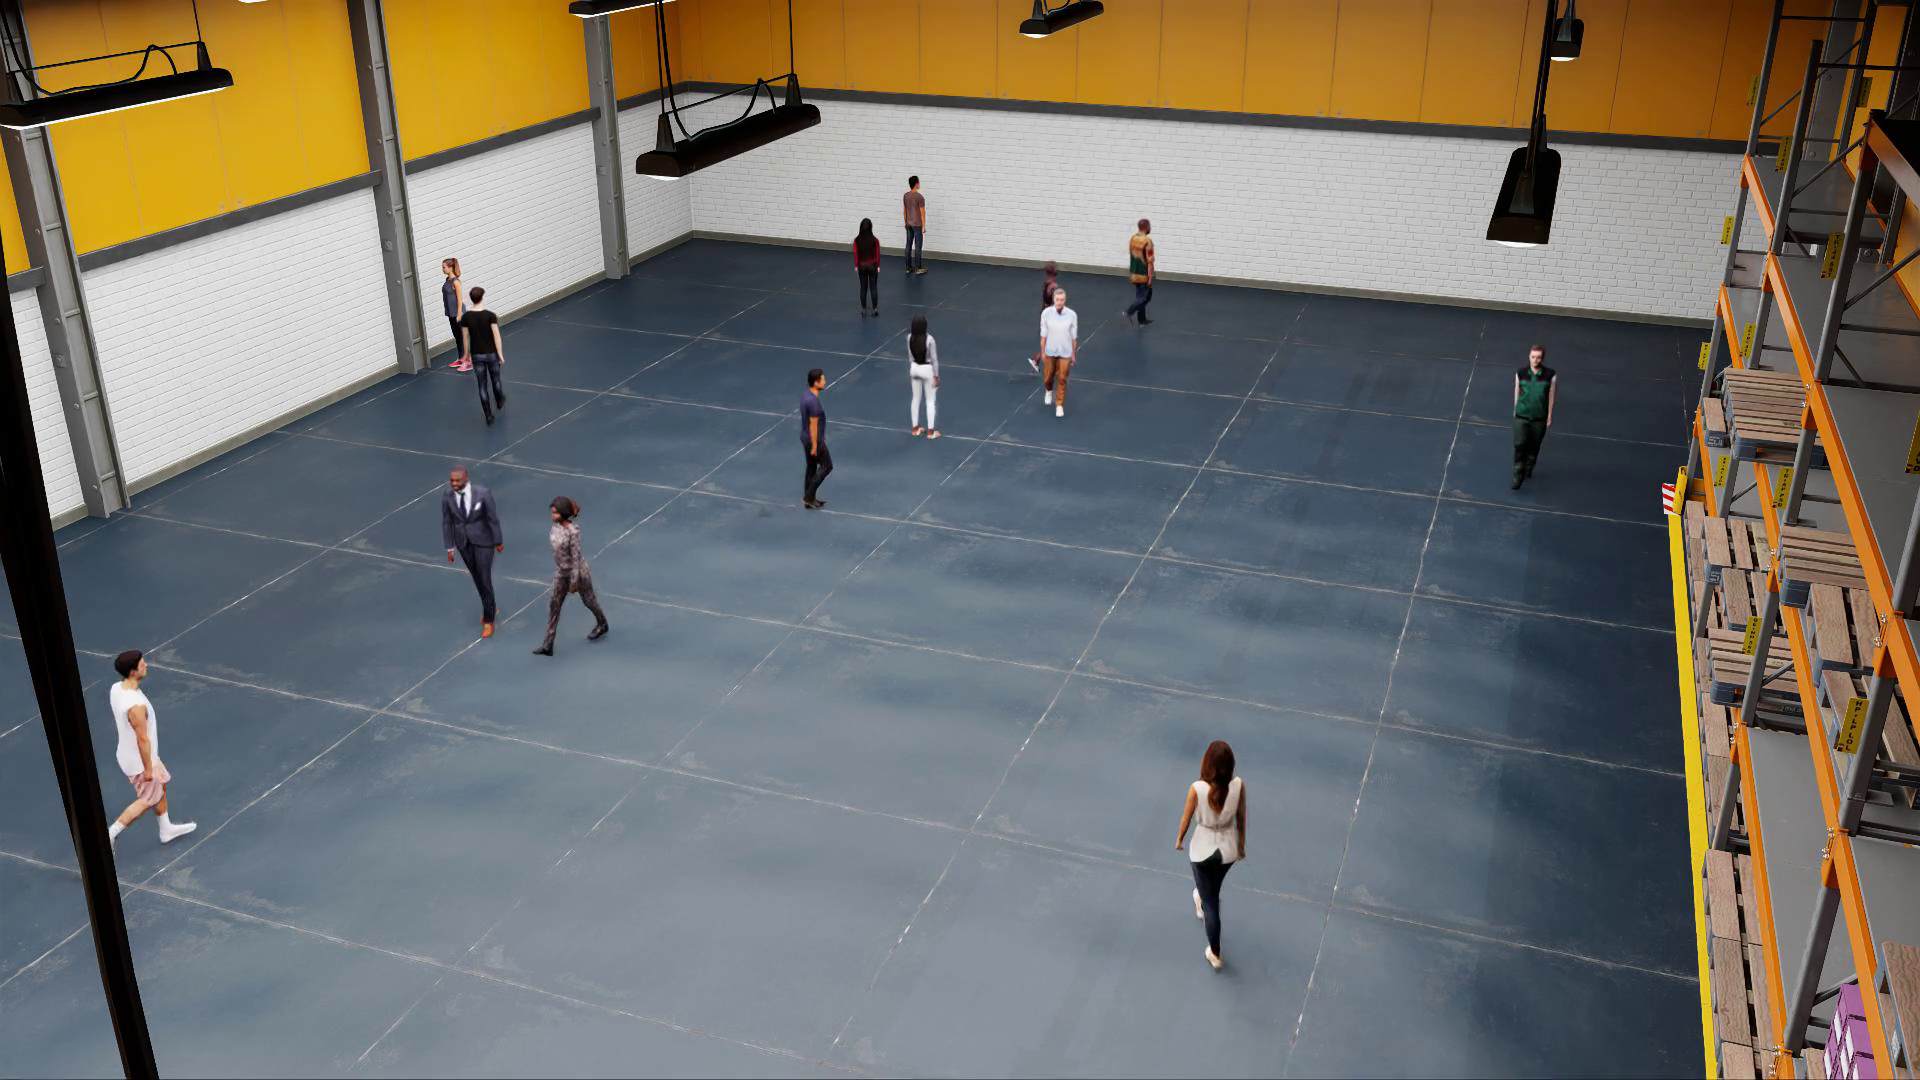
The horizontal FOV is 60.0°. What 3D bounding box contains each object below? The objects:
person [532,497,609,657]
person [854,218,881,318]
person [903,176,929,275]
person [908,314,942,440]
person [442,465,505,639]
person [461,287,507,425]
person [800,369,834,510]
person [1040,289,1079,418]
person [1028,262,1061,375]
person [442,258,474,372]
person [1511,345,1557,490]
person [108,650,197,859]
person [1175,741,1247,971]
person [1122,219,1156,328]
[{"bbox_3d":[-3.820,0.336,16.695,0.831,1.658,1.240,17,29,34],"label":"person"},{"bbox_3d":[-1.548,-4.566,27.914,0.650,1.654,0.623,0,24,1],"label":"person"},{"bbox_3d":[-0.849,-5.802,30.587,0.675,1.778,0.631,16,28,32],"label":"person"},{"bbox_3d":[-0.512,-2.221,22.463,0.643,1.724,0.607,14,27,29],"label":"person"},{"bbox_3d":[-4.997,0.020,17.246,0.810,1.796,0.957,3,24,6],"label":"person"},{"bbox_3d":[-6.580,-2.515,22.965,1.063,1.861,1.257,-3,24,-8],"label":"person"},{"bbox_3d":[-1.855,-1.200,20.065,0.827,1.774,0.757,-7,25,-16],"label":"person"},{"bbox_3d":[1.381,-2.669,23.374,0.825,1.816,0.929,1,24,2],"label":"person"},{"bbox_3d":[1.280,-3.273,24.841,0.959,1.745,0.900,-11,26,-23],"label":"person"},{"bbox_3d":[-7.643,-3.435,25.239,0.675,1.724,0.647,-18,29,-35],"label":"person"},{"bbox_3d":[7.198,-1.572,20.873,0.656,1.807,1.096,9,25,20],"label":"person"},{"bbox_3d":[-6.673,1.751,13.332,1.144,1.758,0.980,-19,30,-37],"label":"person"},{"bbox_3d":[1.861,2.321,12.036,0.954,1.752,1.140,-4,24,-9],"label":"person"},{"bbox_3d":[2.924,-4.347,27.236,1.058,1.796,0.975,-14,27,-29],"label":"person"}]
